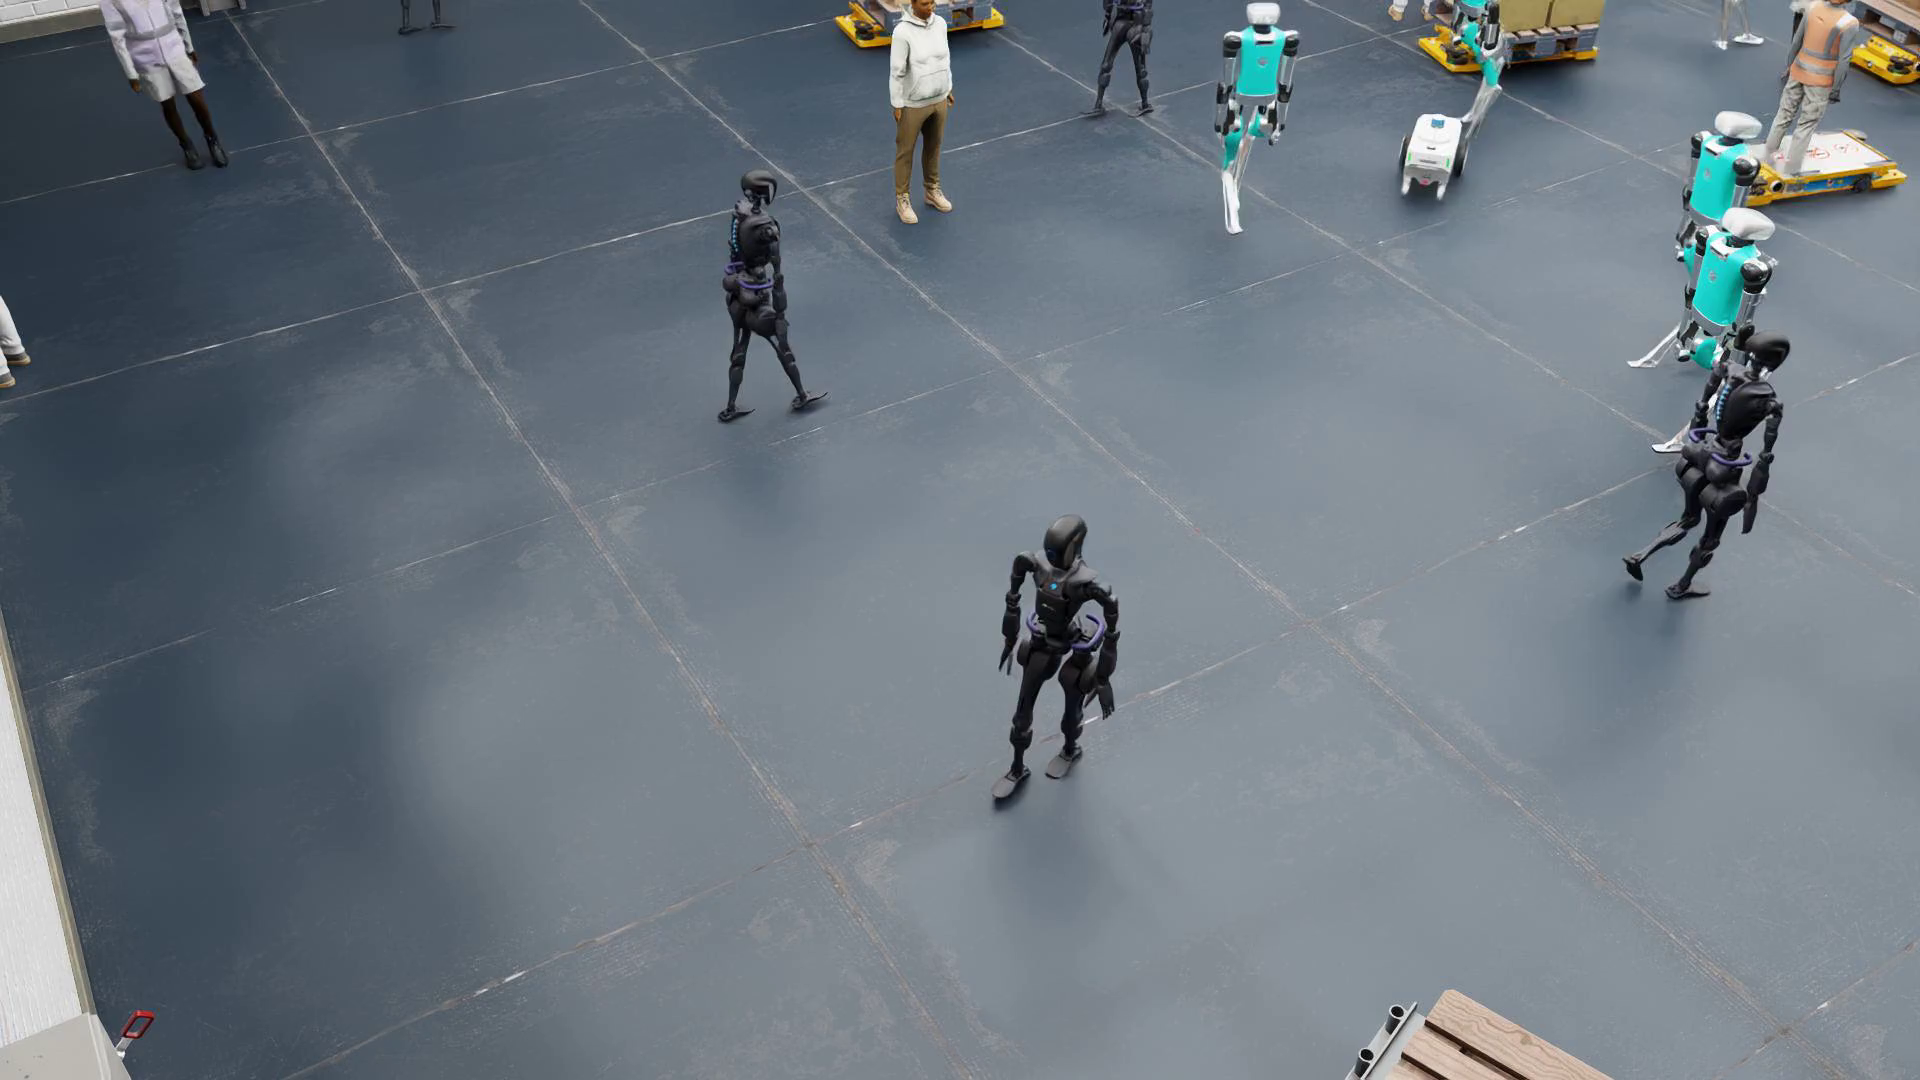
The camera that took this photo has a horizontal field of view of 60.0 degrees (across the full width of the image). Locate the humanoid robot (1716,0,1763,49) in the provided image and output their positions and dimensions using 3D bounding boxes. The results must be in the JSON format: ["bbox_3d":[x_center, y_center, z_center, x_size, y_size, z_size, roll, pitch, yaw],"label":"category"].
[{"bbox_3d":[7.079,-5.190,14.652,0.531,1.768,0.777,-21,43,-24],"label":"humanoid robot"}]

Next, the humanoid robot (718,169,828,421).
[{"bbox_3d":[-1.203,-1.487,10.049,0.682,1.633,0.606,-24,44,-27],"label":"humanoid robot"}]

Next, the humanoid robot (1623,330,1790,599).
[{"bbox_3d":[3.869,-0.349,8.604,0.493,1.637,0.609,-10,40,-13],"label":"humanoid robot"}]

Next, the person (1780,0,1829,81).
[{"bbox_3d":[7.376,-4.740,14.147,0.557,1.665,0.758,11,40,13],"label":"person"}]

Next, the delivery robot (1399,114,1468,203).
[{"bbox_3d":[3.652,-2.995,12.851,0.499,0.608,0.786,13,40,15],"label":"delivery robot"}]

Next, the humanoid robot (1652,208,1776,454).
[{"bbox_3d":[4.418,-1.129,9.427,0.735,1.677,0.533,-10,40,-13],"label":"humanoid robot"}]

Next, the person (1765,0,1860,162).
[{"bbox_3d":[6.449,-3.478,12.577,0.308,1.636,0.522,-14,41,-17],"label":"person"}]

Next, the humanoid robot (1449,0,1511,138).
[{"bbox_3d":[4.225,-4.019,13.253,0.771,1.858,0.539,-14,41,-17],"label":"humanoid robot"}]

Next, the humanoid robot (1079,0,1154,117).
[{"bbox_3d":[1.335,-4.191,13.459,0.638,1.638,0.611,-22,44,-26],"label":"humanoid robot"}]

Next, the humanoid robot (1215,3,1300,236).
[{"bbox_3d":[2.065,-3.079,11.998,0.535,1.739,0.998,-2,38,-3],"label":"humanoid robot"}]

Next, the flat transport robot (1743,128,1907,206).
[{"bbox_3d":[6.563,-2.906,12.958,1.431,0.231,0.659,-10,39,-12],"label":"flat transport robot"}]

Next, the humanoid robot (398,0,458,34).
[{"bbox_3d":[-4.979,-5.406,14.985,0.496,1.648,0.608,-26,45,-29],"label":"humanoid robot"}]

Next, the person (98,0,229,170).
[{"bbox_3d":[-6.083,-3.664,12.612,0.587,1.887,0.545,-26,45,-29],"label":"person"}]

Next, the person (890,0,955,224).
[{"bbox_3d":[-0.292,-3.202,12.126,0.534,1.766,0.364,-24,44,-28],"label":"person"}]

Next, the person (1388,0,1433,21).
[{"bbox_3d":[4.291,-5.667,15.186,0.617,1.836,0.429,2,38,3],"label":"person"}]

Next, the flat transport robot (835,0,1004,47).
[{"bbox_3d":[-0.377,-4.861,15.425,1.431,0.231,0.659,-15,41,-18],"label":"flat transport robot"}]

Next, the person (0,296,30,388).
[{"bbox_3d":[-6.259,-1.811,10.282,0.342,1.879,0.575,-4,39,-5],"label":"person"}]

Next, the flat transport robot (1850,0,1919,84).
[{"bbox_3d":[8.672,-4.334,14.760,1.431,0.231,0.659,-11,40,-14],"label":"flat transport robot"}]

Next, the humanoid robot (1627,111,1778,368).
[{"bbox_3d":[4.809,-1.841,10.447,0.849,1.797,0.550,-11,40,-13],"label":"humanoid robot"}]

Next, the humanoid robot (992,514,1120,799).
[{"bbox_3d":[0.449,0.526,7.505,0.601,1.643,0.526,20,42,23],"label":"humanoid robot"}]

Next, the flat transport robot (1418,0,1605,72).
[{"bbox_3d":[4.918,-4.460,14.920,1.431,0.231,0.659,-9,39,-11],"label":"flat transport robot"}]
